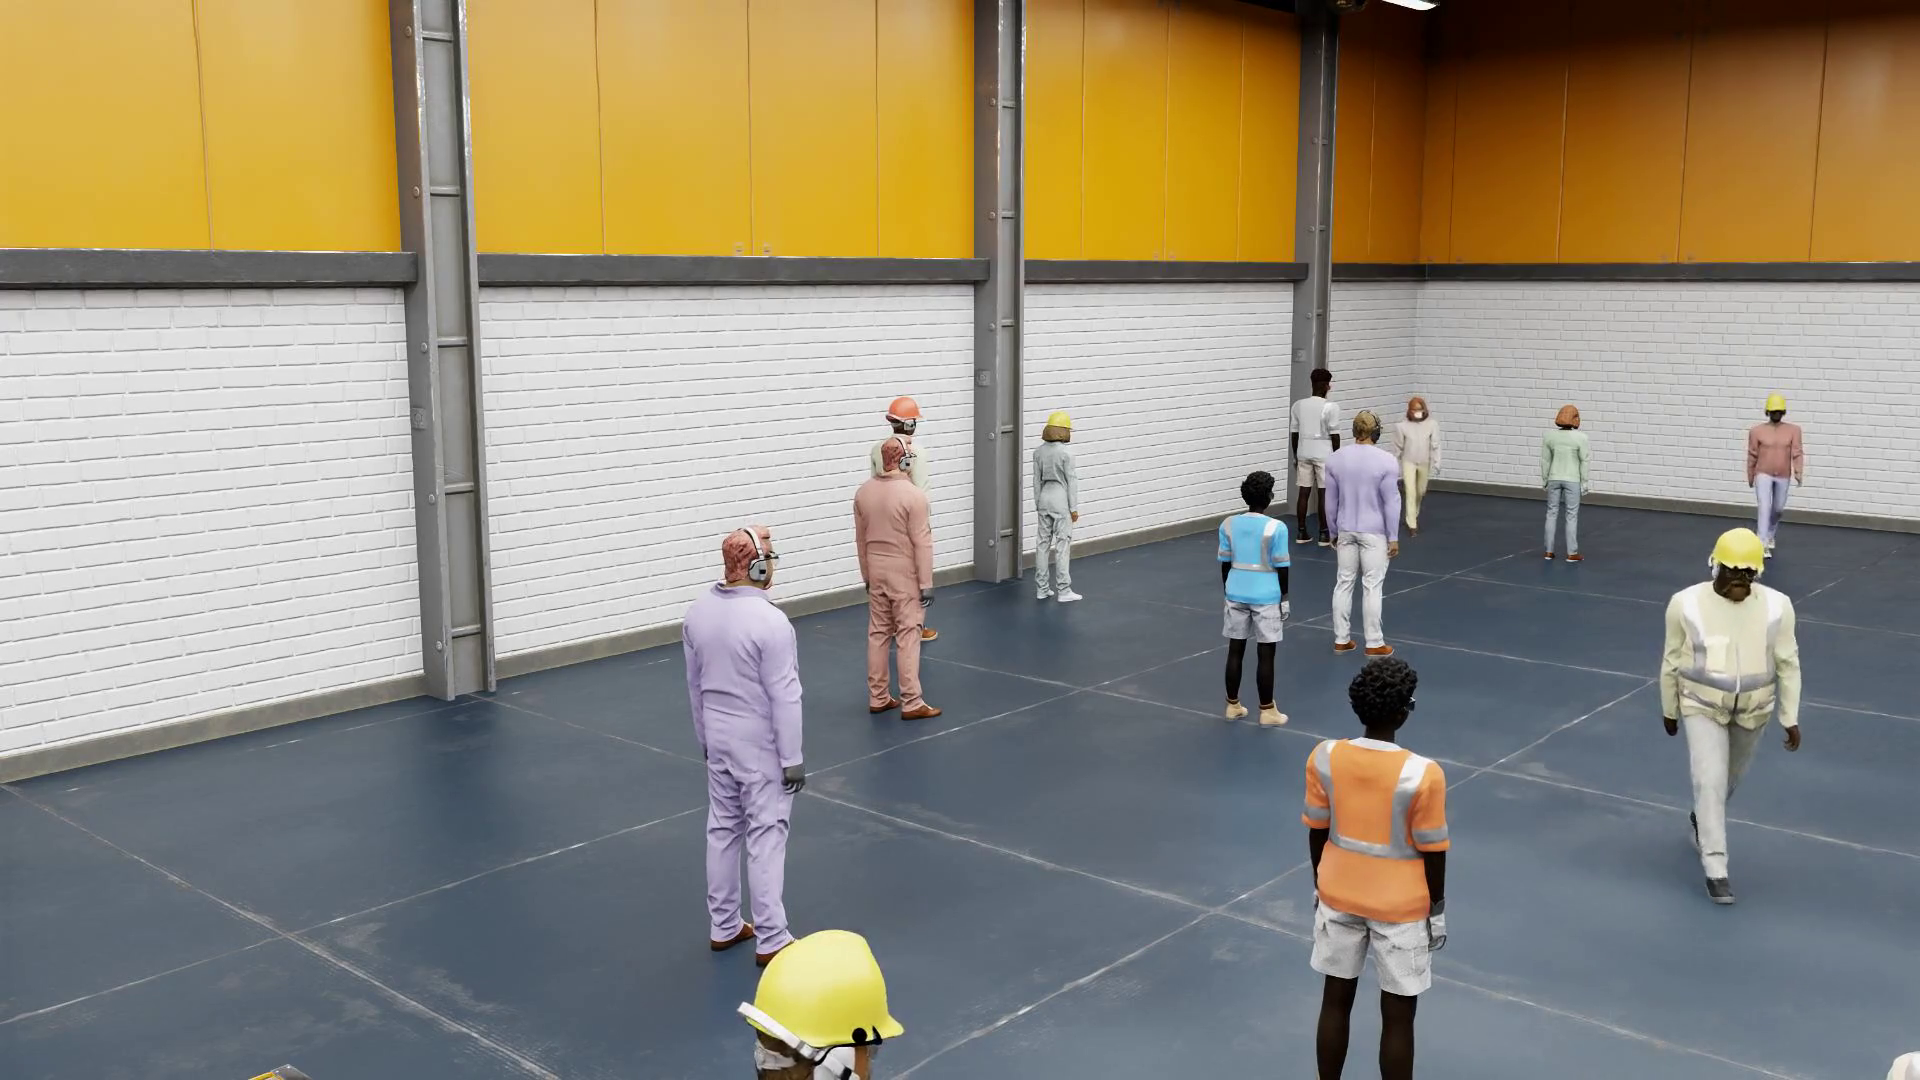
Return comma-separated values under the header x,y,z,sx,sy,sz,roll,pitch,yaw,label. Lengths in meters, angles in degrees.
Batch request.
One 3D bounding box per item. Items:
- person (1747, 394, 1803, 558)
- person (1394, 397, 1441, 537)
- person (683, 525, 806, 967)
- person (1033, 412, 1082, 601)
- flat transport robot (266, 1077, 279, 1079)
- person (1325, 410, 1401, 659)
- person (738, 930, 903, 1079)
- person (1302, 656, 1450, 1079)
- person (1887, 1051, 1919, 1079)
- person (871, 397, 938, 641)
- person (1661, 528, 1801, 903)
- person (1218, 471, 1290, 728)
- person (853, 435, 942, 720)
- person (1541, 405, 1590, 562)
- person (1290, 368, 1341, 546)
x,y,z,sx,sy,sz,roll,pitch,yaw,label
8.679,-0.712,17.789,0.518,1.733,0.849,2,9,13,person
5.264,-0.872,19.246,0.496,1.593,0.846,0,9,1,person
-0.894,0.884,7.223,0.639,1.911,0.406,8,12,41,person
0.894,-0.307,15.248,0.484,1.735,0.311,8,12,41,person
-2.123,2.021,5.205,1.431,0.197,0.652,8,12,40,flat transport robot
3.135,-0.044,12.953,0.627,1.941,0.371,8,12,41,person
-0.257,1.597,3.017,0.588,1.822,0.403,8,12,41,person
1.420,1.234,5.681,0.531,1.698,0.320,8,12,41,person
2.150,1.621,3.431,0.514,1.642,0.310,8,12,41,person
-0.462,-0.168,13.550,0.611,1.996,0.378,8,12,41,person
3.759,0.796,8.185,0.591,1.792,0.930,2,9,10,person
1.951,0.388,10.993,0.531,1.698,0.320,8,12,41,person
-0.406,0.252,11.193,0.639,1.911,0.406,8,12,41,person
6.311,-0.593,17.354,0.498,1.634,0.279,8,12,41,person
3.944,-0.918,18.381,0.603,1.958,0.381,8,12,41,person
